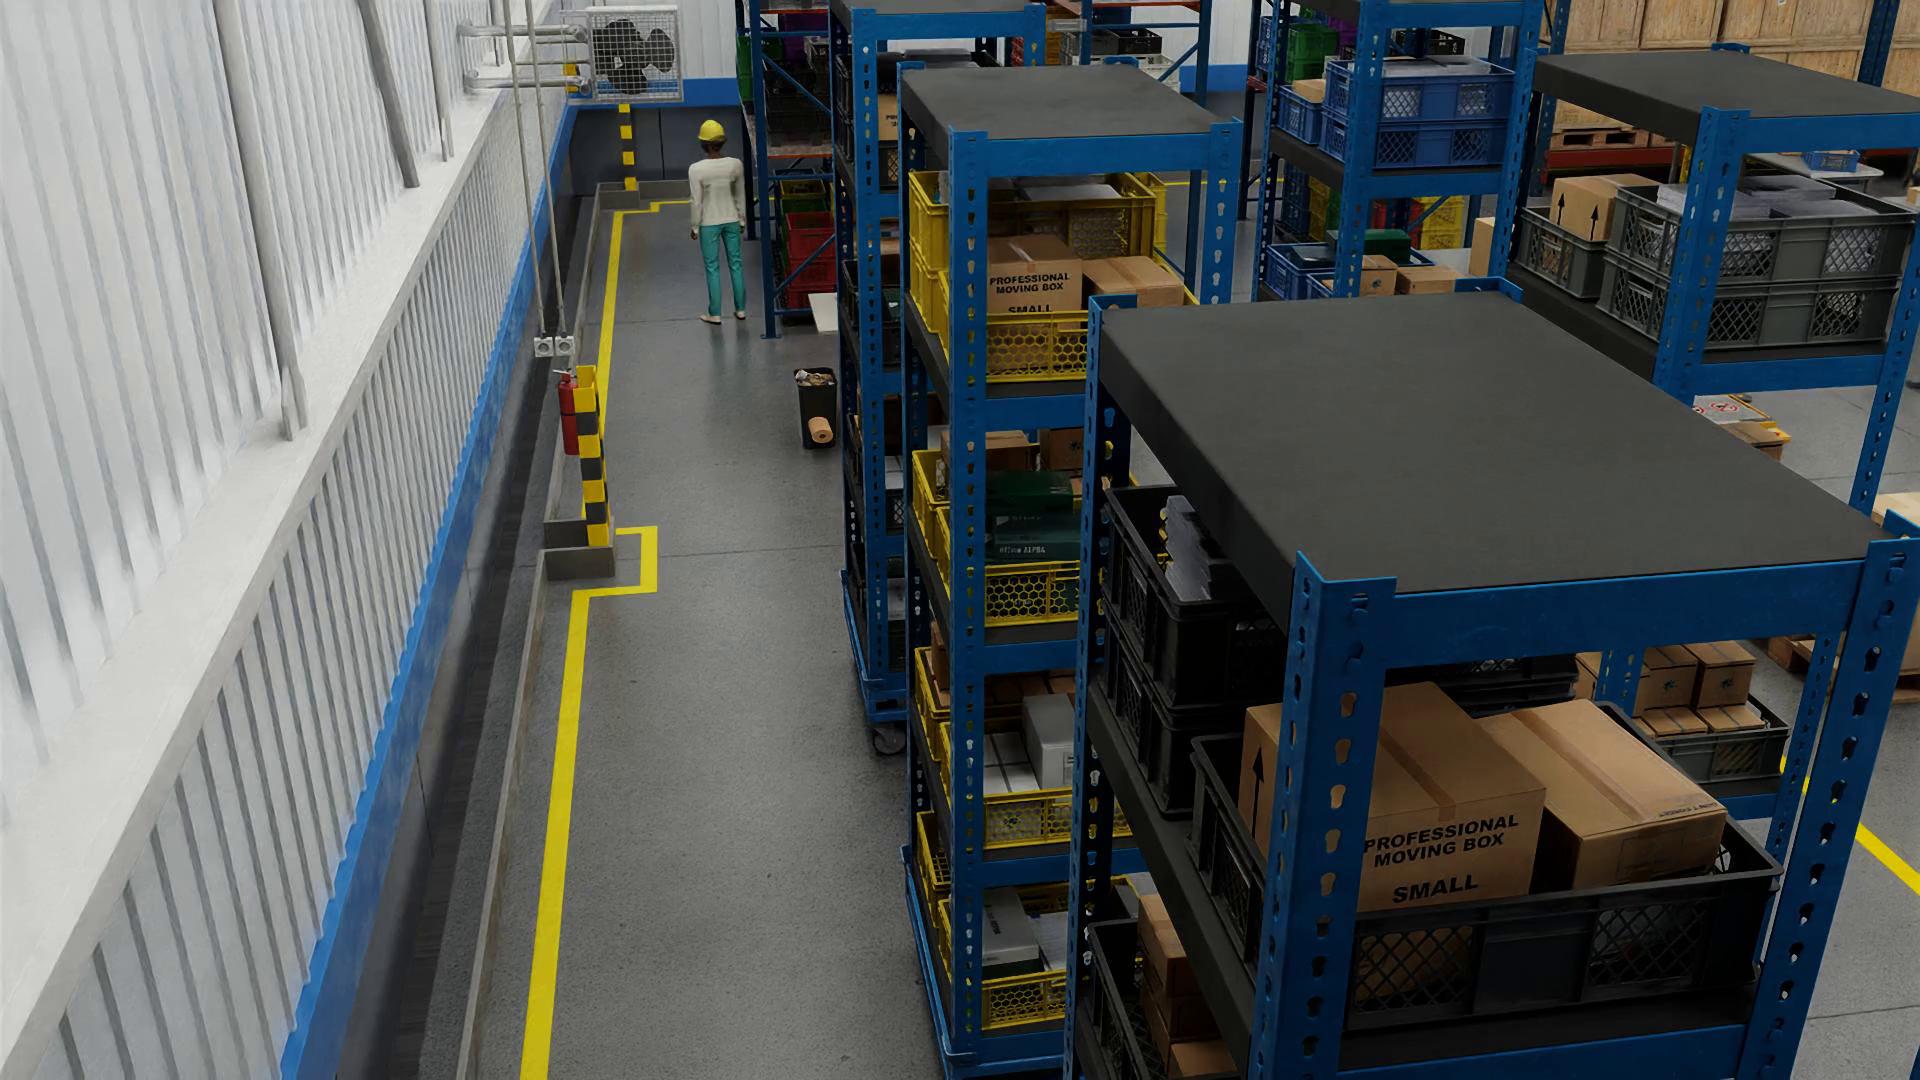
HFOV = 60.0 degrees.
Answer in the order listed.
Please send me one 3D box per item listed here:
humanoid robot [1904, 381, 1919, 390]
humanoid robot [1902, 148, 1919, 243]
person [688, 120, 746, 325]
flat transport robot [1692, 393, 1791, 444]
[{"bbox_3d":[7.722,-1.888,12.739,0.679,1.630,0.592,20,31,36],"label":"humanoid robot"},{"bbox_3d":[9.868,-3.722,16.763,0.557,1.618,0.818,16,29,31],"label":"humanoid robot"},{"bbox_3d":[-2.116,-2.768,14.527,0.534,1.767,0.317,-16,29,-30],"label":"person"},{"bbox_3d":[5.224,-0.859,12.132,1.431,0.197,0.652,-4,25,-8],"label":"flat transport robot"}]
